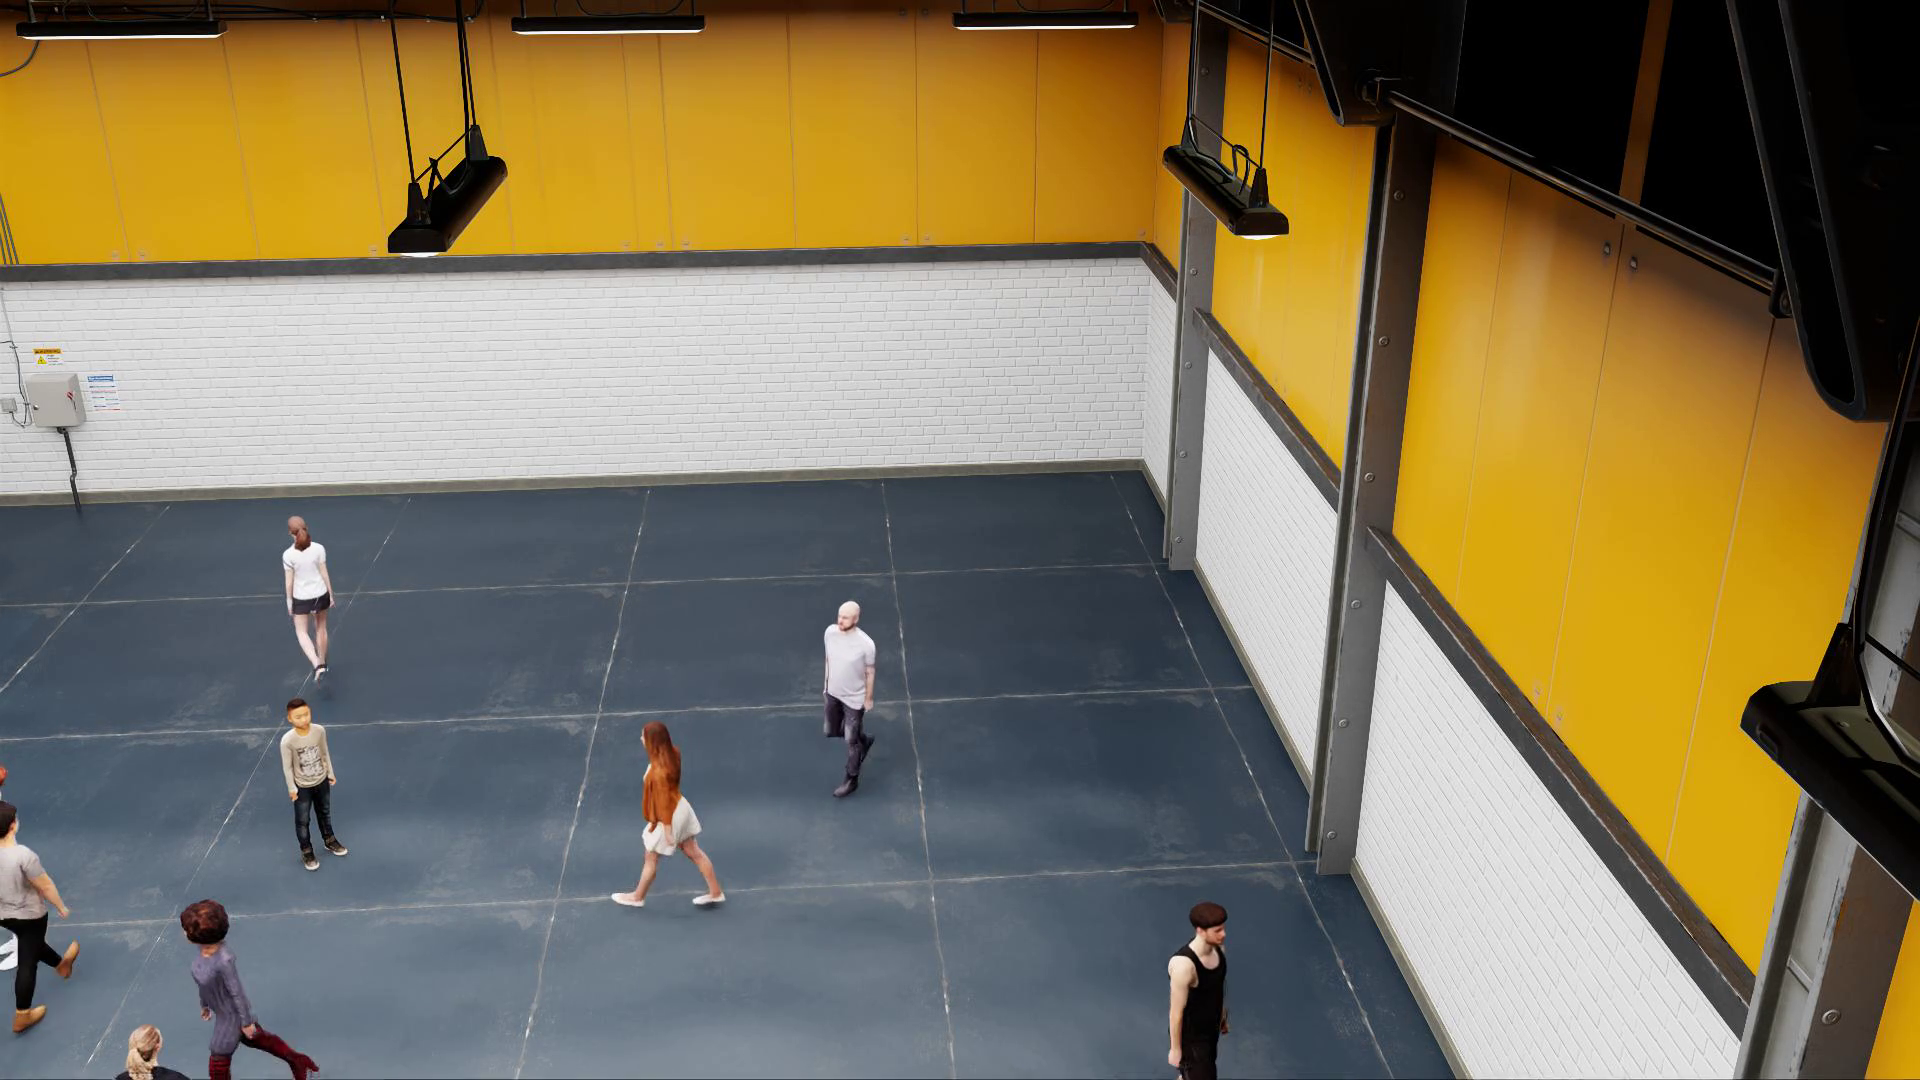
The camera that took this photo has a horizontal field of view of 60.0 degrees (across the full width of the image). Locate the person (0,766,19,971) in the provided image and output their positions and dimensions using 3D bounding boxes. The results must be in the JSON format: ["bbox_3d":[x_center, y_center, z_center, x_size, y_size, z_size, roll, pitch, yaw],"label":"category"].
[{"bbox_3d":[-7.132,2.321,12.338,0.787,1.786,0.719,-20,31,-38],"label":"person"}]

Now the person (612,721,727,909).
[{"bbox_3d":[-2.154,2.157,12.854,0.850,1.673,1.103,4,24,8],"label":"person"}]

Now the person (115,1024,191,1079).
[{"bbox_3d":[-4.605,3.598,9.540,0.636,1.688,0.802,0,24,0],"label":"person"}]

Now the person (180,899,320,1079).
[{"bbox_3d":[-4.647,3.052,10.812,1.107,1.669,1.121,-21,31,-40],"label":"person"}]

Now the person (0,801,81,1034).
[{"bbox_3d":[-6.643,2.675,11.667,0.809,1.675,1.137,4,24,9],"label":"person"}]

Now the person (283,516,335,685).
[{"bbox_3d":[-6.369,0.609,16.319,0.871,1.735,1.042,-15,28,-31],"label":"person"}]

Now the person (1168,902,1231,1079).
[{"bbox_3d":[1.423,3.062,10.520,0.868,1.884,0.783,15,28,31],"label":"person"}]

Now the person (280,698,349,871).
[{"bbox_3d":[-5.313,1.954,13.578,0.691,1.465,0.636,20,30,38],"label":"person"}]

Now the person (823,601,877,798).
[{"bbox_3d":[-0.923,1.328,14.566,0.975,1.821,1.049,16,28,32],"label":"person"}]
